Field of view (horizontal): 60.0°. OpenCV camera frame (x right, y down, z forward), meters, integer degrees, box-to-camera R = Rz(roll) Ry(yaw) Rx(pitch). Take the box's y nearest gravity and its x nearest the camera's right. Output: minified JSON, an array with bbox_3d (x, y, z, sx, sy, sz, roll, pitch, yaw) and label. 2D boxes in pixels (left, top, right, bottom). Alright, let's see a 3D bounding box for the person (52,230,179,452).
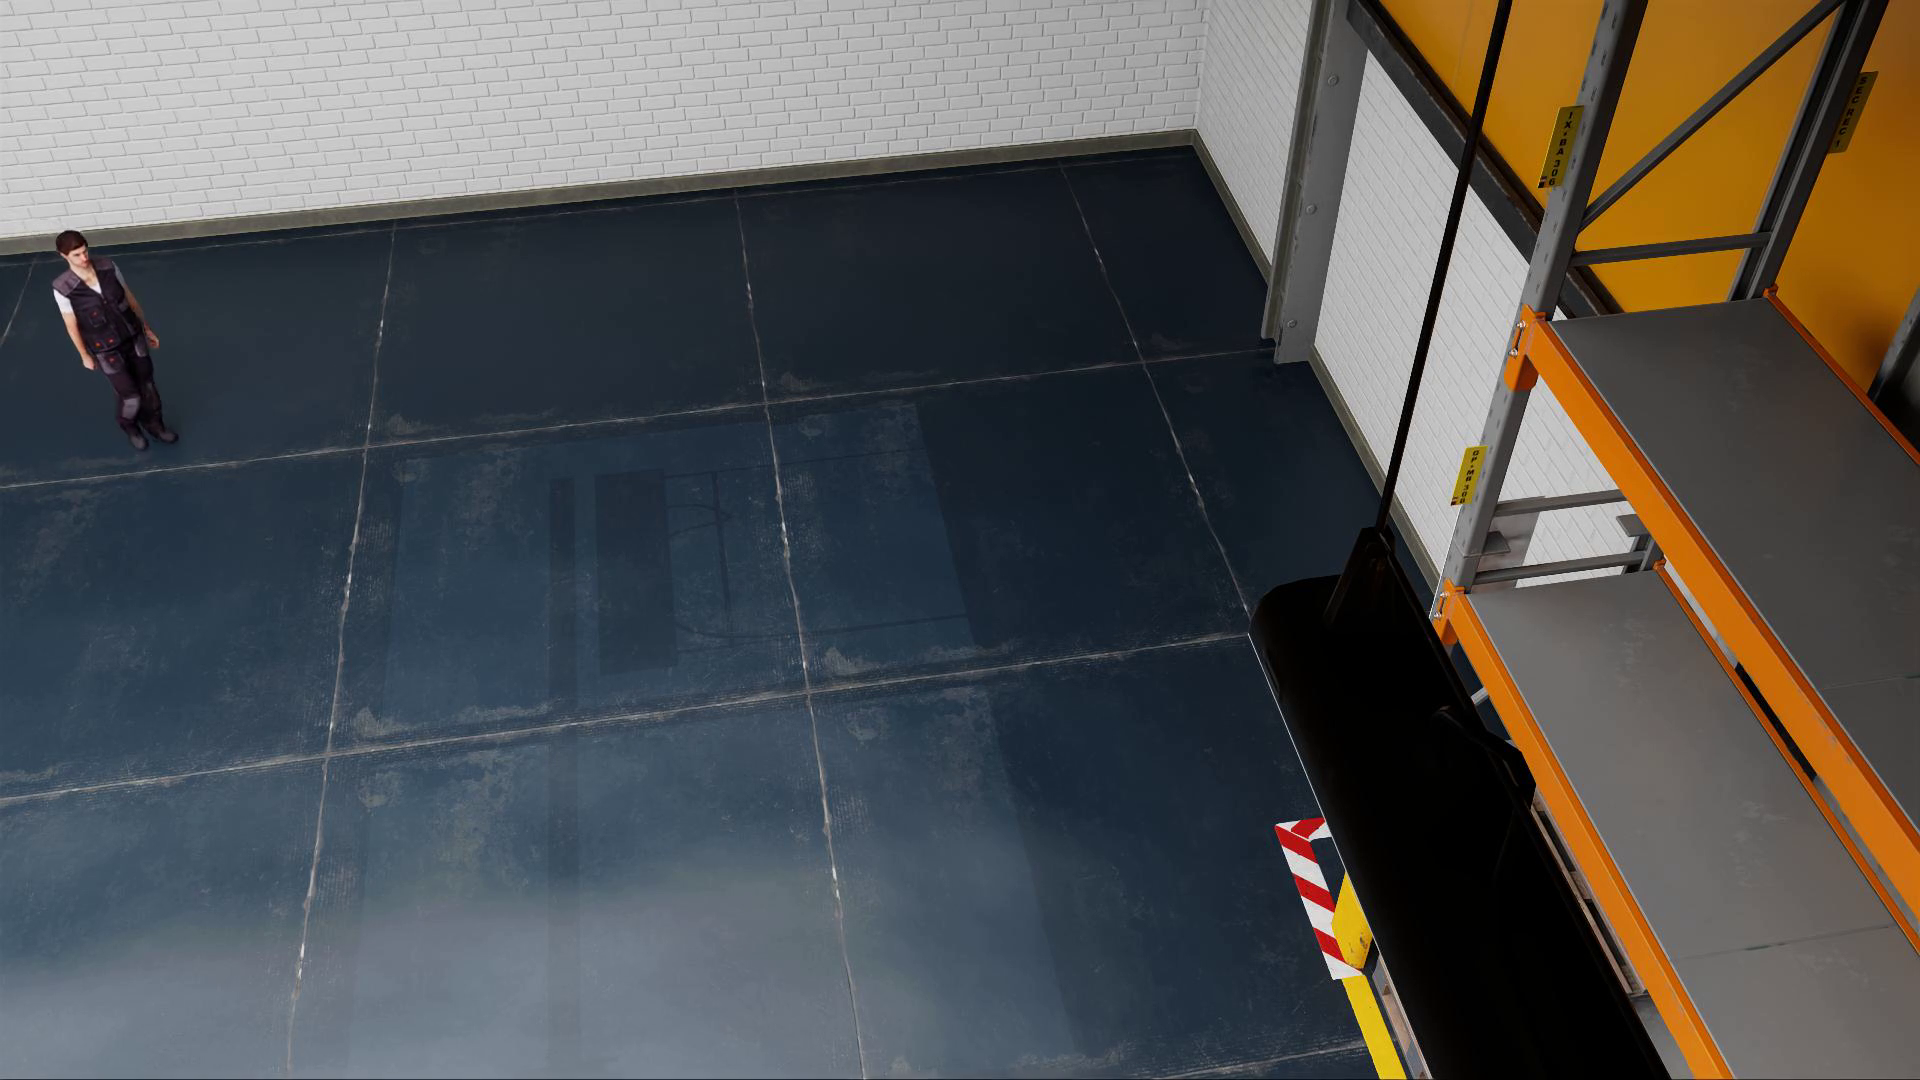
[{"bbox_3d":[-6.110,-1.450,11.926,0.840,1.838,0.769,22,48,21],"label":"person"}]
